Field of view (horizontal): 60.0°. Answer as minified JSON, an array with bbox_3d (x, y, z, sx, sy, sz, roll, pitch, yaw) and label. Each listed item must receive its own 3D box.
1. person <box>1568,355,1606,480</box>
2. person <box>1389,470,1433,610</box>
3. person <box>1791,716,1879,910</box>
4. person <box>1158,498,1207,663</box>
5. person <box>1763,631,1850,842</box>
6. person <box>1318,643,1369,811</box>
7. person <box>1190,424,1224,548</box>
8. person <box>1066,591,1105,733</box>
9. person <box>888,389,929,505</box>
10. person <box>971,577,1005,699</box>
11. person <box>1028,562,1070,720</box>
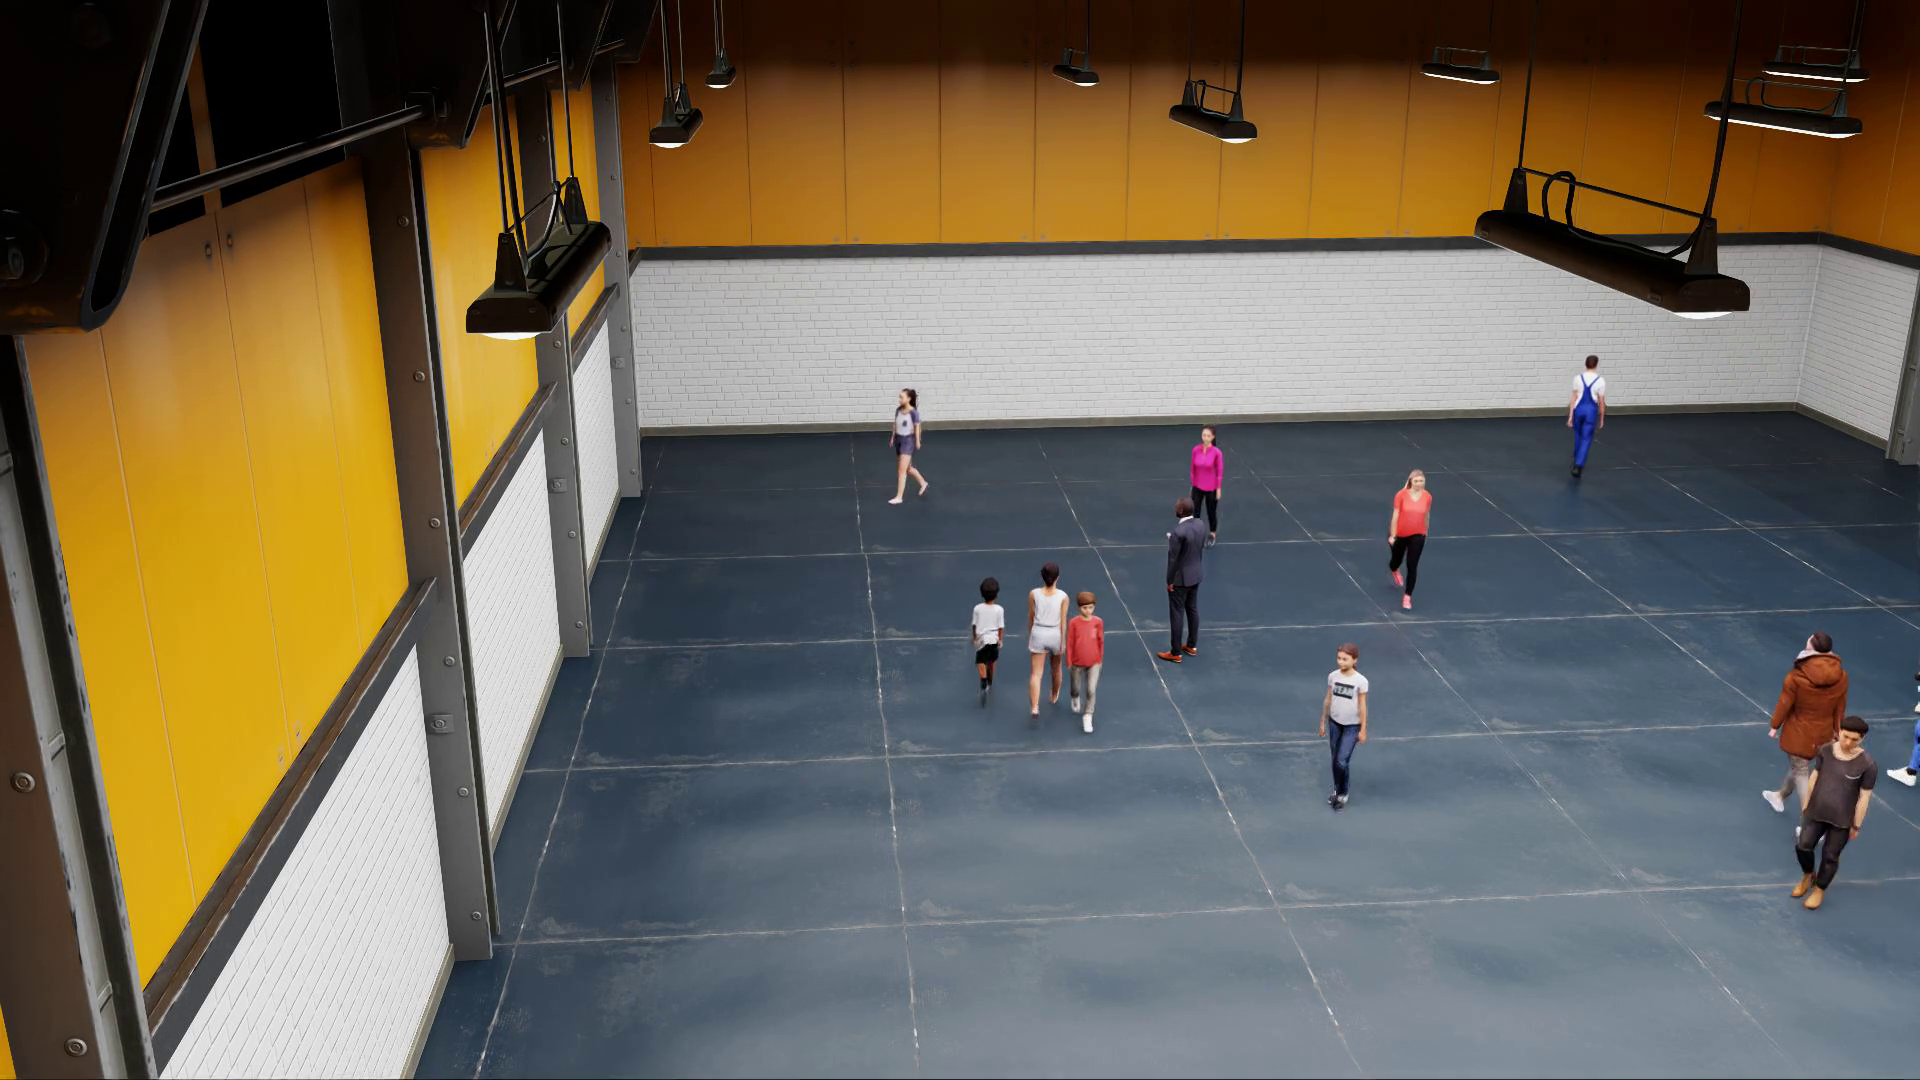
[{"bbox_3d":[9.227,-1.786,24.581,1.154,1.809,1.348,11,21,29],"label":"person"},{"bbox_3d":[5.287,-0.052,19.666,0.748,1.658,1.105,2,19,5],"label":"person"},{"bbox_3d":[6.947,2.122,13.157,0.818,1.693,0.728,-13,23,-34],"label":"person"},{"bbox_3d":[2.438,0.417,18.021,0.785,1.819,0.817,-17,25,-40],"label":"person"},{"bbox_3d":[7.294,1.709,14.226,0.737,1.793,1.140,-2,19,-7],"label":"person"},{"bbox_3d":[3.470,1.625,14.864,0.689,1.545,0.750,16,24,39],"label":"person"},{"bbox_3d":[3.202,-0.672,21.478,0.893,1.677,1.058,9,20,24],"label":"person"},{"bbox_3d":[1.231,1.161,16.458,0.547,1.407,0.803,-1,19,-2],"label":"person"},{"bbox_3d":[-0.704,-1.344,23.562,0.987,1.619,1.033,-14,23,-35],"label":"person"},{"bbox_3d":[0.281,1.014,17.139,0.491,1.250,0.770,-2,19,-6],"label":"person"},{"bbox_3d":[0.847,1.026,16.584,0.727,1.583,1.083,2,19,7],"label":"person"}]
